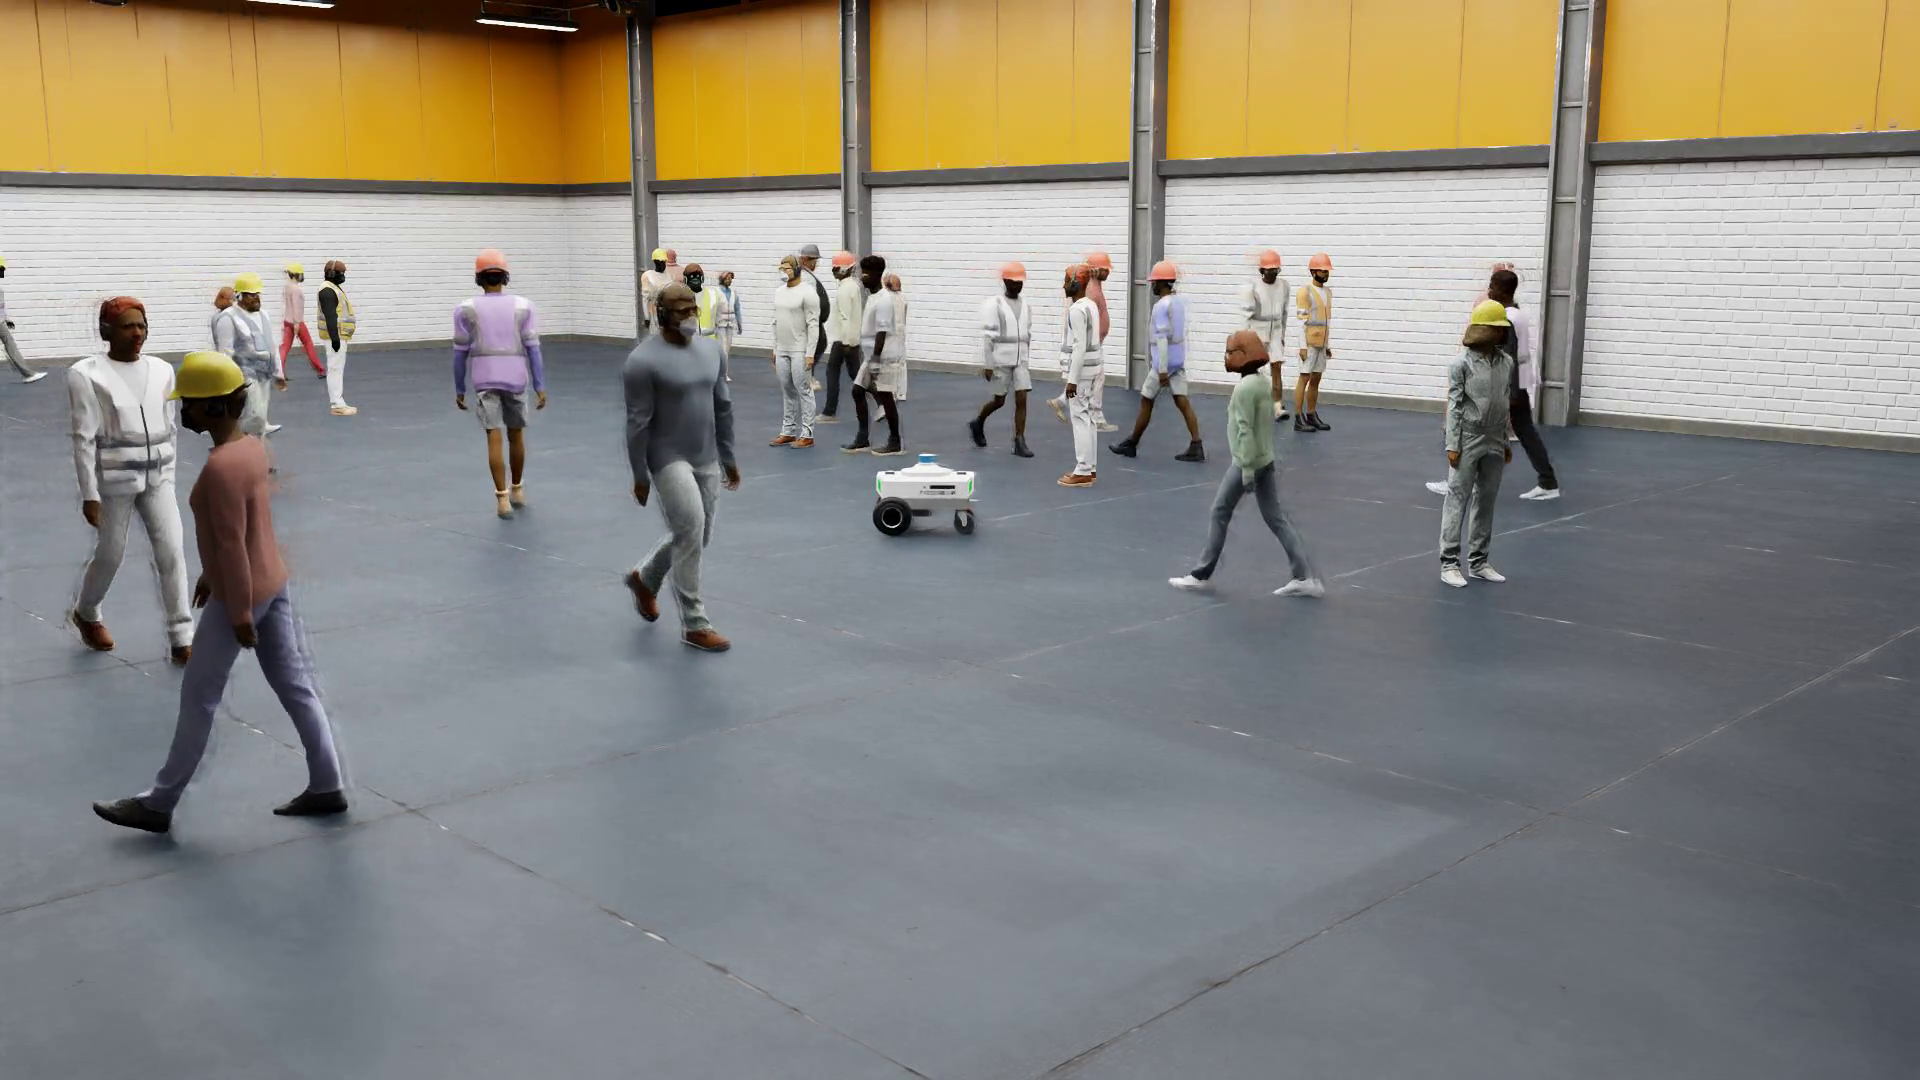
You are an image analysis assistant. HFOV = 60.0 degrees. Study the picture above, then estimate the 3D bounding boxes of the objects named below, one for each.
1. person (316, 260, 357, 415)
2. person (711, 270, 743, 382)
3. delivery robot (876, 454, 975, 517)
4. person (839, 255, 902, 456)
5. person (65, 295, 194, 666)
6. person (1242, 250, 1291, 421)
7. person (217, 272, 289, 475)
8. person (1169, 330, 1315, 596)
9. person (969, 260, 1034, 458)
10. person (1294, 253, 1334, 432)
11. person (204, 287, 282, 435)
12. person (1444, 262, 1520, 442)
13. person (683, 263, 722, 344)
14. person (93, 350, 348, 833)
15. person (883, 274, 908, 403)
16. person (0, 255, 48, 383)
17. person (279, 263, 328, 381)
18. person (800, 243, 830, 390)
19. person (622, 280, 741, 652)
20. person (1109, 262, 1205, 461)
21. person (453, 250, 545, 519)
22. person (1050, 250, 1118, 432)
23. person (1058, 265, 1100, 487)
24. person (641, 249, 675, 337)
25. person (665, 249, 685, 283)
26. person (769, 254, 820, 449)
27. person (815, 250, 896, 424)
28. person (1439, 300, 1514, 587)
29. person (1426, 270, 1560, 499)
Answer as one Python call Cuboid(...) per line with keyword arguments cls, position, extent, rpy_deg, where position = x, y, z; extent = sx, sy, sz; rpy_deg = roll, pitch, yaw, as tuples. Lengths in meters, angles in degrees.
Cuboid(cls="person", position=(-7.417, -2.405, 19.821), extent=(0.429, 1.838, 0.621), rpy_deg=(-3, 11, -16))
Cuboid(cls="person", position=(-3.390, -3.097, 24.159), extent=(0.567, 1.616, 0.551), rpy_deg=(10, 14, 43))
Cuboid(cls="delivery robot", position=(-0.245, -0.378, 12.003), extent=(0.707, 0.478, 0.477), rpy_deg=(0, 10, 0))
Cuboid(cls="person", position=(-0.898, -1.771, 16.062), extent=(0.736, 1.938, 0.626), rpy_deg=(-3, 11, -15))
Cuboid(cls="person", position=(-4.175, -0.296, 8.312), extent=(0.936, 1.854, 0.581), rpy_deg=(7, 12, 33))
Cuboid(cls="person", position=(3.547, -2.376, 19.329), extent=(0.635, 1.964, 1.091), rpy_deg=(-3, 11, -15))
Cuboid(cls="person", position=(-6.264, -1.460, 14.739), extent=(0.426, 1.811, 0.587), rpy_deg=(2, 11, 12))
Cuboid(cls="person", position=(1.726, -0.449, 9.856), extent=(0.870, 1.581, 0.508), rpy_deg=(6, 12, 29))
Cuboid(cls="person", position=(0.426, -1.769, 16.190), extent=(0.551, 1.910, 0.794), rpy_deg=(-7, 12, -32))
Cuboid(cls="person", position=(3.881, -2.148, 18.137), extent=(0.543, 1.939, 0.370), rpy_deg=(-9, 14, -41))
Cuboid(cls="person", position=(-7.702, -1.880, 17.623), extent=(0.869, 1.580, 0.524), rpy_deg=(2, 11, 11))
Cuboid(cls="person", position=(5.477, -1.911, 17.054), extent=(0.983, 1.868, 0.648), rpy_deg=(0, 10, 1))
Cuboid(cls="person", position=(-2.784, -1.981, 17.493), extent=(0.626, 1.844, 0.429), rpy_deg=(-5, 11, -24))
Cuboid(cls="person", position=(-2.663, 0.192, 5.957), extent=(0.836, 1.727, 0.530), rpy_deg=(-1, 10, -6))
Cuboid(cls="person", position=(-0.847, -2.569, 21.257), extent=(0.307, 1.638, 0.512), rpy_deg=(6, 12, 31))
Cuboid(cls="person", position=(-13.760, -3.156, 23.822), extent=(1.005, 1.871, 0.608), rpy_deg=(-7, 13, -35))
Cuboid(cls="person", position=(-9.711, -3.208, 24.497), extent=(0.895, 1.719, 0.536), rpy_deg=(-9, 14, -40))
Cuboid(cls="person", position=(-2.062, -3.089, 22.986), extent=(0.542, 2.000, 0.685), rpy_deg=(0, 10, 1))
Cuboid(cls="person", position=(-1.508, -0.403, 8.715), extent=(0.846, 1.913, 0.637), rpy_deg=(8, 13, 36))
Cuboid(cls="person", position=(1.933, -1.694, 15.823), extent=(1.017, 1.879, 0.561), rpy_deg=(7, 13, 34))
Cuboid(cls="person", position=(-3.544, -1.202, 12.771), extent=(0.649, 2.009, 0.959), rpy_deg=(-4, 11, -19))
Cuboid(cls="person", position=(1.373, -2.153, 18.067), extent=(0.650, 1.972, 0.609), rpy_deg=(2, 11, 8))
Cuboid(cls="person", position=(1.020, -1.394, 14.170), extent=(0.337, 1.882, 0.585), rpy_deg=(3, 11, 16))
Cuboid(cls="person", position=(-4.581, -3.495, 25.531), extent=(0.616, 1.924, 0.389), rpy_deg=(-10, 14, -42))
Cuboid(cls="person", position=(-4.682, -3.766, 27.060), extent=(0.639, 1.905, 0.407), rpy_deg=(-4, 11, -22))
Cuboid(cls="person", position=(-1.665, -1.884, 16.696), extent=(0.627, 1.940, 0.372), rpy_deg=(10, 14, 43))
Cuboid(cls="person", position=(-1.222, -2.284, 18.796), extent=(0.918, 1.966, 0.623), rpy_deg=(2, 11, 10))
Cuboid(cls="person", position=(3.183, -0.586, 10.152), extent=(0.494, 1.742, 0.308), rpy_deg=(-5, 12, -25))
Cuboid(cls="person", position=(4.409, -1.249, 13.473), extent=(1.041, 1.857, 0.590), rpy_deg=(5, 12, 27))
